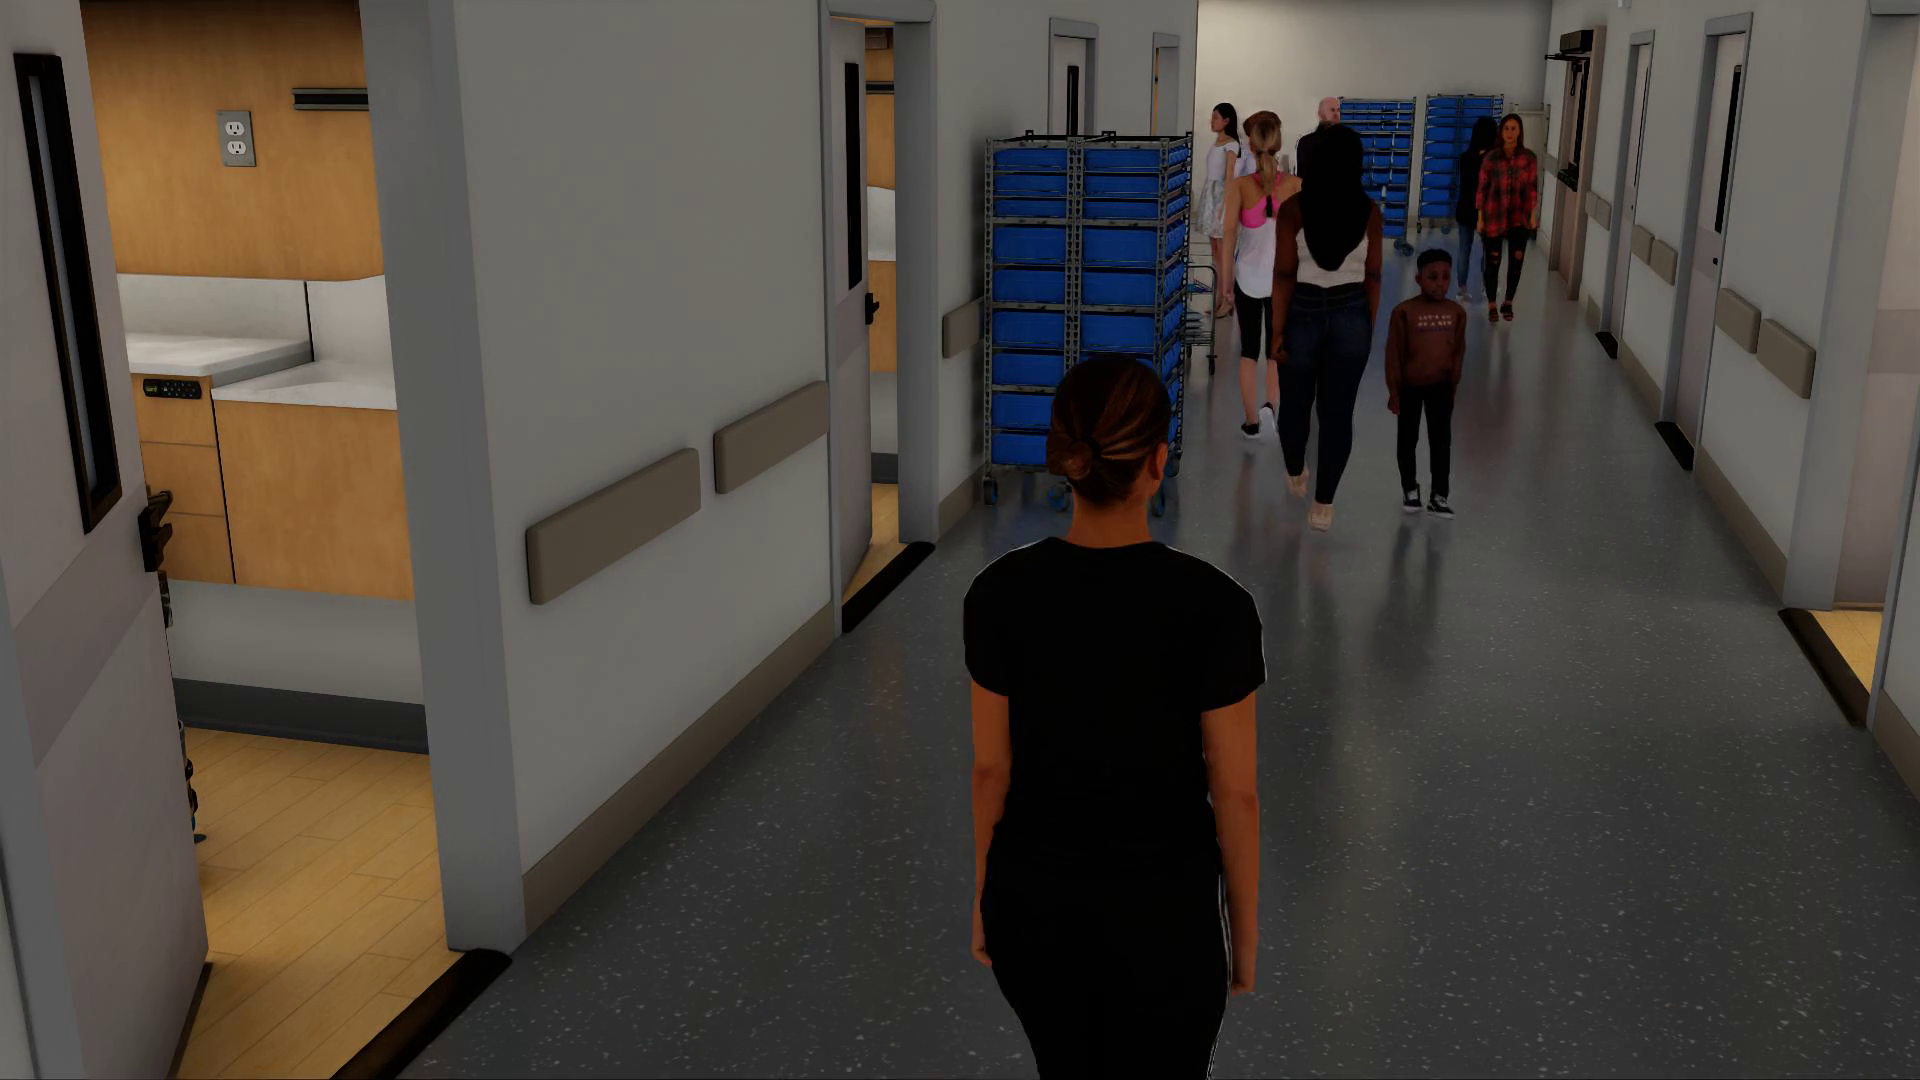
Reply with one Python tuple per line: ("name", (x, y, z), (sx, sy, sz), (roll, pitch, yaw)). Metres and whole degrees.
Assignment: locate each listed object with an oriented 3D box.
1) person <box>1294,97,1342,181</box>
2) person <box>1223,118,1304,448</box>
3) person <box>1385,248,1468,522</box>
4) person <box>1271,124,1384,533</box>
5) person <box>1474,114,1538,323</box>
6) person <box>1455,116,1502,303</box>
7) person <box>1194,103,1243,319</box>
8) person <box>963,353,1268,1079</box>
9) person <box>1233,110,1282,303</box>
("person", (2.865, -2.643, 13.536), (1.020, 1.793, 1.315), (-3, 16, -9))
("person", (1.659, -1.349, 9.000), (0.666, 1.763, 1.060), (2, 16, 8))
("person", (2.154, -0.738, 7.798), (0.601, 1.240, 0.733), (1, 16, 4))
("person", (1.626, -0.885, 7.376), (0.643, 1.752, 1.193), (4, 16, 13))
("person", (4.502, -2.643, 13.729), (0.649, 1.688, 0.599), (4, 16, 14))
("person", (4.608, -2.961, 14.959), (0.771, 1.632, 0.895), (14, 21, 41))
("person", (2.211, -2.782, 14.070), (0.823, 1.770, 0.716), (-3, 16, -10))
("person", (0.194, 0.579, 2.380), (0.616, 1.646, 0.991), (5, 16, 17))
("person", (2.586, -2.991, 14.945), (0.760, 1.698, 0.801), (-6, 17, -19))
